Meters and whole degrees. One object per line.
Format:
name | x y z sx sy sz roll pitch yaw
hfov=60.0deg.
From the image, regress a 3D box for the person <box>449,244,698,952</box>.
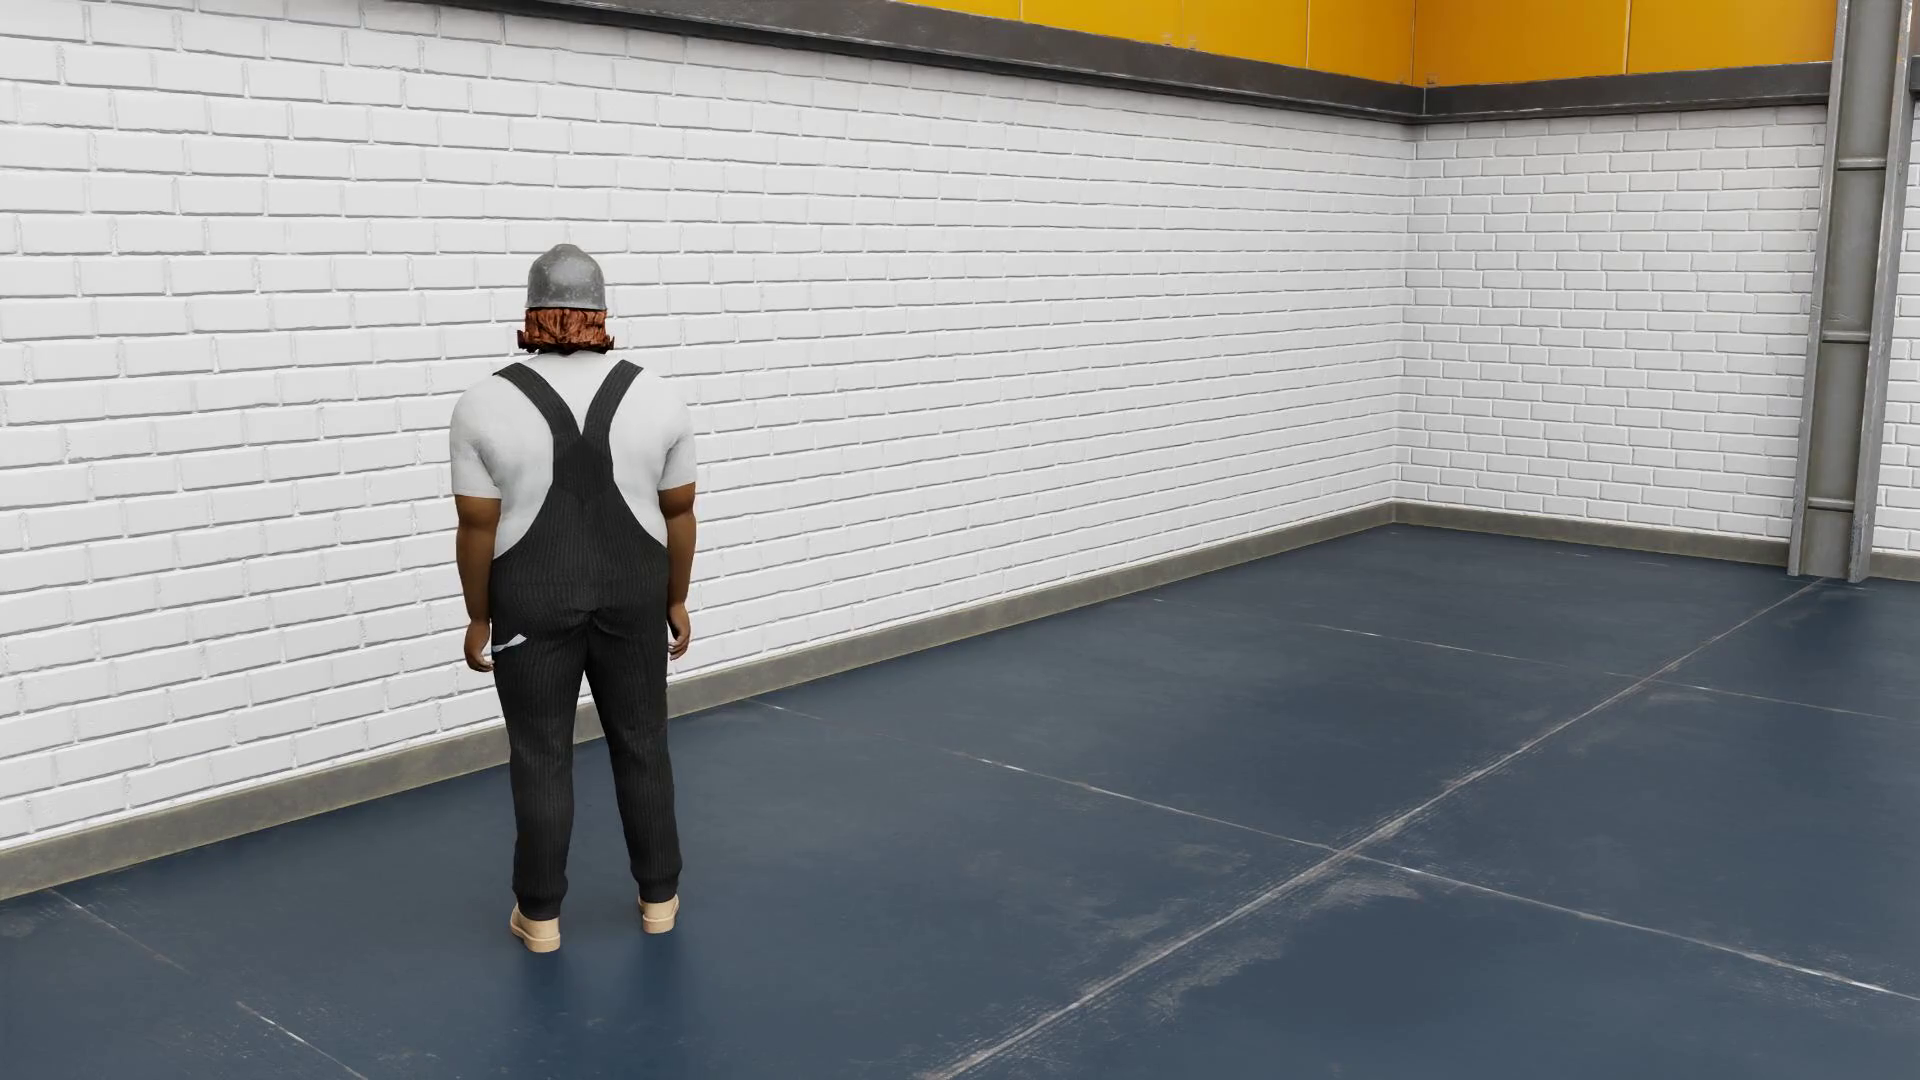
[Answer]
person | -1.124 0.162 4.860 0.688 2.000 0.535 -4 11 -21
